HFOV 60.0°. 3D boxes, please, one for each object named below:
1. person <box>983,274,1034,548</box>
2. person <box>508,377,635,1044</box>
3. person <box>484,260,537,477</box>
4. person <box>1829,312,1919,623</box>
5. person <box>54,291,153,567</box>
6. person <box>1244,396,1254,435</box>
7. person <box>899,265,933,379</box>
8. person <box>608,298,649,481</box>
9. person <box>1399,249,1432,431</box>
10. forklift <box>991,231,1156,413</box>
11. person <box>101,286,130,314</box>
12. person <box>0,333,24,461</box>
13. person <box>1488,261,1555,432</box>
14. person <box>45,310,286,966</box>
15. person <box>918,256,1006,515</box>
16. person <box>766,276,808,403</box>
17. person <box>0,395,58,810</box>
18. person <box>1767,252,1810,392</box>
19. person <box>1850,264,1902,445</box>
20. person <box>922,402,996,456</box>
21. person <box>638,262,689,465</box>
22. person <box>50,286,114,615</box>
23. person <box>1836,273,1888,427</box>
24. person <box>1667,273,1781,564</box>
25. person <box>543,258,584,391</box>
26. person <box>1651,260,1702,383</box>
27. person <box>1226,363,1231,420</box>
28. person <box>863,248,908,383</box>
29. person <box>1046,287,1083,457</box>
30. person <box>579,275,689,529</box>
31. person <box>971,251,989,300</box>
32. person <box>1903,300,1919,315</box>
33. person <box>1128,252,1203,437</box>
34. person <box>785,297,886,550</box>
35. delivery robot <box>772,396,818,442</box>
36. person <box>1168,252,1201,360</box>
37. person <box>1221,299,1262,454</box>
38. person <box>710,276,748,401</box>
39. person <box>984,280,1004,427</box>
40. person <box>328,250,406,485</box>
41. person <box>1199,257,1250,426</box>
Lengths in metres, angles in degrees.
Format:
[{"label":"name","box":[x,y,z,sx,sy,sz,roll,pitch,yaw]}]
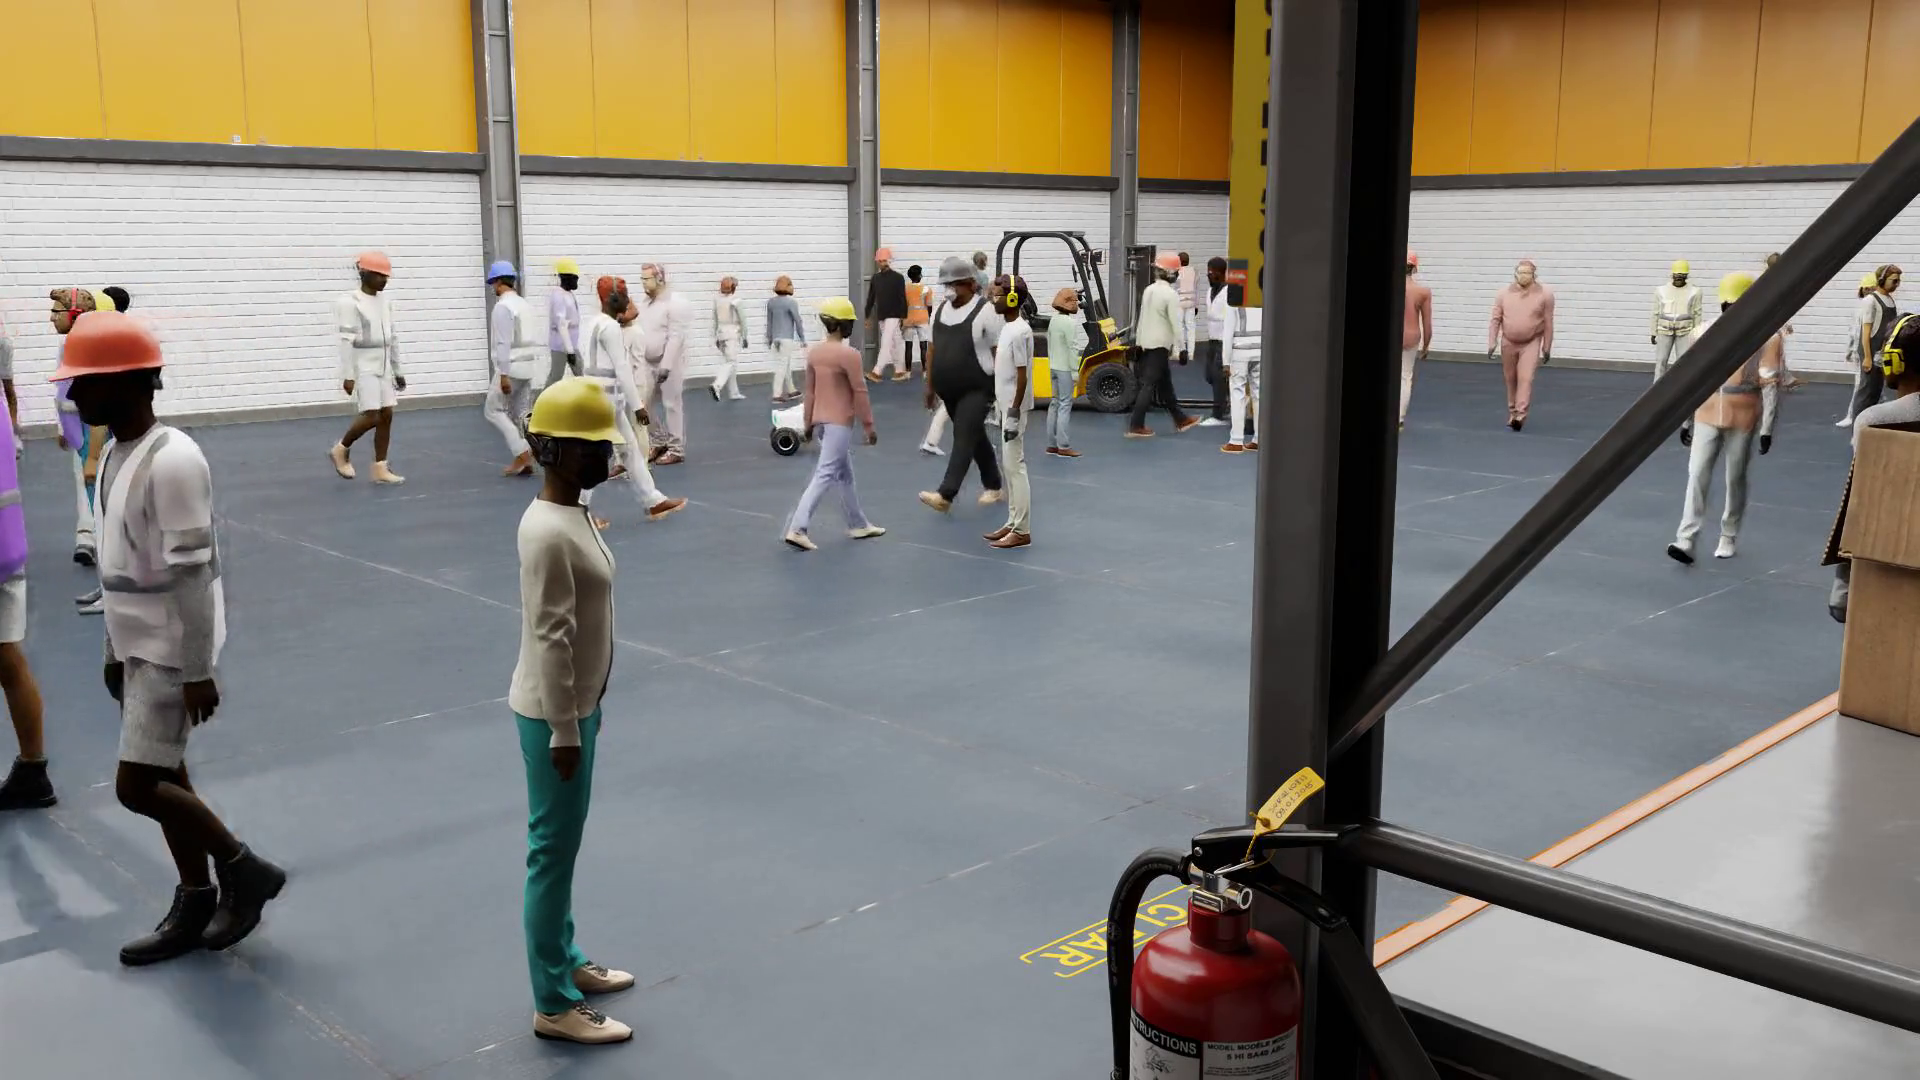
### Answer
[{"label":"person","box":[0.339,-0.879,11.405,0.328,1.872,0.513,-1,10,-5]},{"label":"person","box":[-1.033,0.447,4.465,0.329,1.765,0.526,-1,10,-7]},{"label":"person","box":[-3.948,-1.484,14.595,0.443,1.915,0.613,1,10,7]},{"label":"person","box":[3.386,0.118,6.008,0.516,1.860,0.317,-2,11,-12]},{"label":"person","box":[-5.568,-0.725,10.812,0.609,1.776,0.903,-3,11,-17]},{"label":"person","box":[3.363,-2.079,17.868,0.771,1.894,0.609,-4,11,-21]},{"label":"person","box":[-0.659,-3.223,24.646,0.536,1.699,0.322,1,10,7]},{"label":"person","box":[-2.934,-1.311,14.419,0.523,1.614,0.486,10,14,42]},{"label":"person","box":[4.839,-2.186,18.228,0.657,1.973,0.553,2,11,13]},{"label":"forklift","box":[1.222,-2.721,20.561,2.313,2.155,1.214,2,11,13]},{"label":"person","box":[-7.541,-1.443,15.001,0.534,1.688,0.364,9,14,42]},{"label":"person","box":[-5.993,-0.643,10.113,0.520,1.874,0.327,-3,11,-17]},{"label":"person","box":[6.149,-2.131,18.287,0.647,1.851,1.035,6,12,31]},{"label":"person","box":[-2.329,0.306,4.799,0.418,1.920,0.565,-10,14,-43]},{"label":"person","box":[0.025,-1.236,12.882,0.724,2.000,1.074,10,14,43]},{"label":"person","box":[-2.182,-2.570,21.365,0.505,1.606,0.768,9,14,39]},{"label":"person","box":[-3.668,0.076,6.051,0.595,1.919,0.553,0,10,-3]},{"label":"person","box":[11.040,-2.922,22.482,0.974,1.889,0.645,3,11,15]},{"label":"person","box":[9.289,-1.861,16.840,0.506,1.843,0.346,-8,13,-38]},{"label":"person","box":[-0.028,-1.622,16.221,0.873,1.591,0.525,-6,12,-29]},{"label":"person","box":[-2.791,-1.622,15.429,0.639,1.883,0.493,8,13,37]},{"label":"person","box":[-4.885,-0.505,9.424,0.396,1.847,0.565,-5,12,-26]},{"label":"person","box":[10.230,-2.132,18.651,0.788,1.719,0.496,-3,11,-16]},{"label":"person","box":[4.937,-0.768,10.751,0.618,1.876,0.960,8,13,38]},{"label":"person","box":[-4.215,-2.129,18.191,0.982,1.872,0.608,1,10,5]},{"label":"person","box":[9.212,-2.691,21.422,0.592,1.822,0.403,5,12,27]},{"label":"person","box":[3.411,-2.361,19.475,0.649,1.874,0.804,8,13,37]},{"label":"person","box":[-1.104,-3.260,24.184,0.645,1.937,1.022,9,14,40]},{"label":"person","box":[1.010,-1.620,16.091,0.268,1.631,0.507,-4,11,-23]},{"label":"person","box":[-2.448,-0.994,12.126,0.971,1.833,0.583,-3,11,-17]},{"label":"person","box":[0.206,-3.329,24.746,0.703,1.904,0.647,-6,12,-29]},{"label":"person","box":[7.909,-1.281,13.419,0.637,1.928,0.472,6,12,30]},{"label":"person","box":[2.200,-2.061,17.658,0.992,1.941,0.635,-3,11,-18]},{"label":"person","box":[-0.877,-0.799,11.401,0.926,1.722,0.537,-9,14,-40]},{"label":"delivery robot","box":[-1.487,-1.170,16.325,0.707,0.478,0.477,-1,11,-7]},{"label":"person","box":[3.799,-3.987,28.429,0.621,1.845,0.429,-3,11,-17]},{"label":"person","box":[2.802,-1.777,16.284,0.579,1.879,0.349,-5,12,-27]},{"label":"person","box":[-3.010,-2.581,21.409,0.521,1.617,0.695,8,13,36]},{"label":"person","box":[0.400,-2.086,18.614,0.311,1.638,0.521,-9,14,-40]},{"label":"person","box":[-5.056,-1.452,14.158,0.619,2.009,0.654,3,11,18]},{"label":"person","box":[2.986,-2.230,18.704,0.601,1.897,0.609,-4,11,-20]}]
